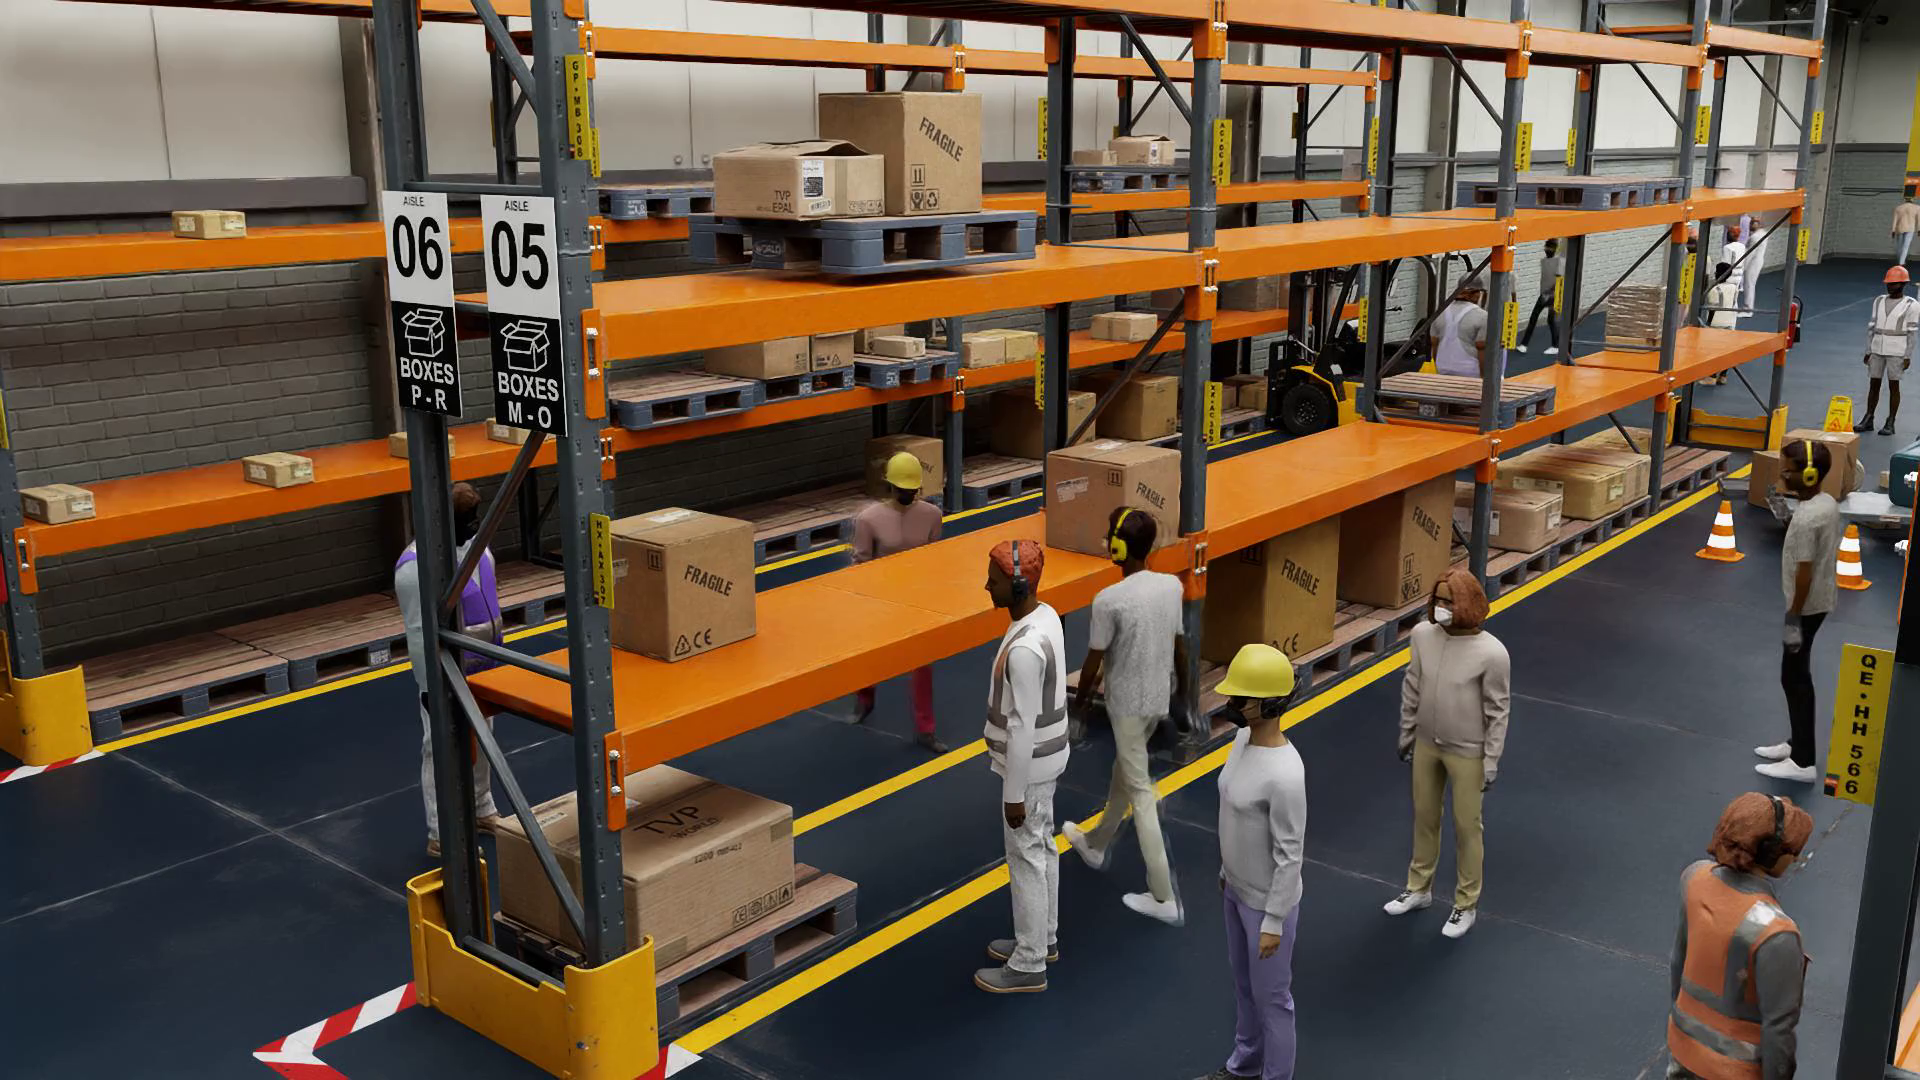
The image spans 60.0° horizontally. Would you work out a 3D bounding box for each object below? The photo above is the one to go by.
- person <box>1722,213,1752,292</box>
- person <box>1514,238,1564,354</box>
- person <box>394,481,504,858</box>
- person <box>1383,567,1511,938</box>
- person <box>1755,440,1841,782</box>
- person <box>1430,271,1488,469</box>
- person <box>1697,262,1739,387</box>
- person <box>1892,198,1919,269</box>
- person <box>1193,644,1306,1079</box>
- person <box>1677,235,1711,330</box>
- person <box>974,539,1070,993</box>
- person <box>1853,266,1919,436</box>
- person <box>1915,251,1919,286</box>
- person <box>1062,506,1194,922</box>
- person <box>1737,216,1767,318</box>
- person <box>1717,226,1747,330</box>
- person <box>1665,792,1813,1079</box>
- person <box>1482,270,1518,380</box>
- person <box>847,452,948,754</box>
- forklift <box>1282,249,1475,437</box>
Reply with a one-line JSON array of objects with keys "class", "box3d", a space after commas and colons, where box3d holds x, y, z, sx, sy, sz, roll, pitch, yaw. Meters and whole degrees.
[{"class": "person", "box3d": [17.031, -6.400, 36.419, 0.646, 1.903, 0.400, 6, 15, 25]}, {"class": "person", "box3d": [9.122, -3.796, 25.979, 0.793, 1.825, 0.501, -8, 16, -28]}, {"class": "person", "box3d": [-2.403, 0.617, 7.995, 0.429, 1.837, 0.625, 5, 15, 18]}, {"class": "person", "box3d": [2.119, 0.910, 7.201, 0.274, 1.632, 0.503, -11, 17, -37]}, {"class": "person", "box3d": [4.526, 0.376, 8.929, 0.363, 1.854, 0.511, 10, 17, 34]}, {"class": "person", "box3d": [5.239, -1.772, 17.285, 0.536, 2.000, 0.683, -10, 17, -35]}, {"class": "person", "box3d": [10.393, -2.948, 22.778, 0.529, 1.697, 0.321, -8, 16, -30]}, {"class": "person", "box3d": [24.213, -7.923, 42.549, 0.629, 1.941, 1.052, 12, 18, 40]}, {"class": "person", "box3d": [1.007, 1.207, 5.721, 0.313, 1.769, 0.523, -2, 14, -10]}, {"class": "person", "box3d": [11.553, -3.898, 26.349, 0.373, 1.840, 0.571, -13, 19, -42]}, {"class": "person", "box3d": [0.258, 0.907, 6.714, 0.359, 1.880, 0.575, 2, 14, 10]}, {"class": "person", "box3d": [10.672, -2.173, 19.125, 0.370, 1.939, 0.543, -8, 16, -30]}, {"class": "person", "box3d": [21.900, -6.570, 37.554, 0.535, 1.687, 0.321, -5, 15, -19]}, {"class": "person", "box3d": [0.707, 0.741, 7.502, 0.552, 1.827, 0.945, -11, 18, -39]}, {"class": "person", "box3d": [14.853, -5.121, 31.217, 0.409, 1.901, 0.656, 9, 17, 33]}, {"class": "person", "box3d": [13.137, -4.415, 28.392, 0.567, 1.880, 0.357, -9, 16, -32]}, {"class": "person", "box3d": [2.202, 1.503, 4.779, 0.313, 1.639, 0.513, -2, 14, -7]}, {"class": "person", "box3d": [7.462, -3.116, 23.108, 0.512, 1.872, 0.330, 13, 19, 41]}, {"class": "person", "box3d": [-0.386, 0.307, 9.498, 0.554, 1.716, 0.788, -5, 15, -19]}, {"class": "forklift", "box3d": [4.886, -2.214, 18.767, 2.313, 2.155, 1.214, 11, 18, 38]}]
